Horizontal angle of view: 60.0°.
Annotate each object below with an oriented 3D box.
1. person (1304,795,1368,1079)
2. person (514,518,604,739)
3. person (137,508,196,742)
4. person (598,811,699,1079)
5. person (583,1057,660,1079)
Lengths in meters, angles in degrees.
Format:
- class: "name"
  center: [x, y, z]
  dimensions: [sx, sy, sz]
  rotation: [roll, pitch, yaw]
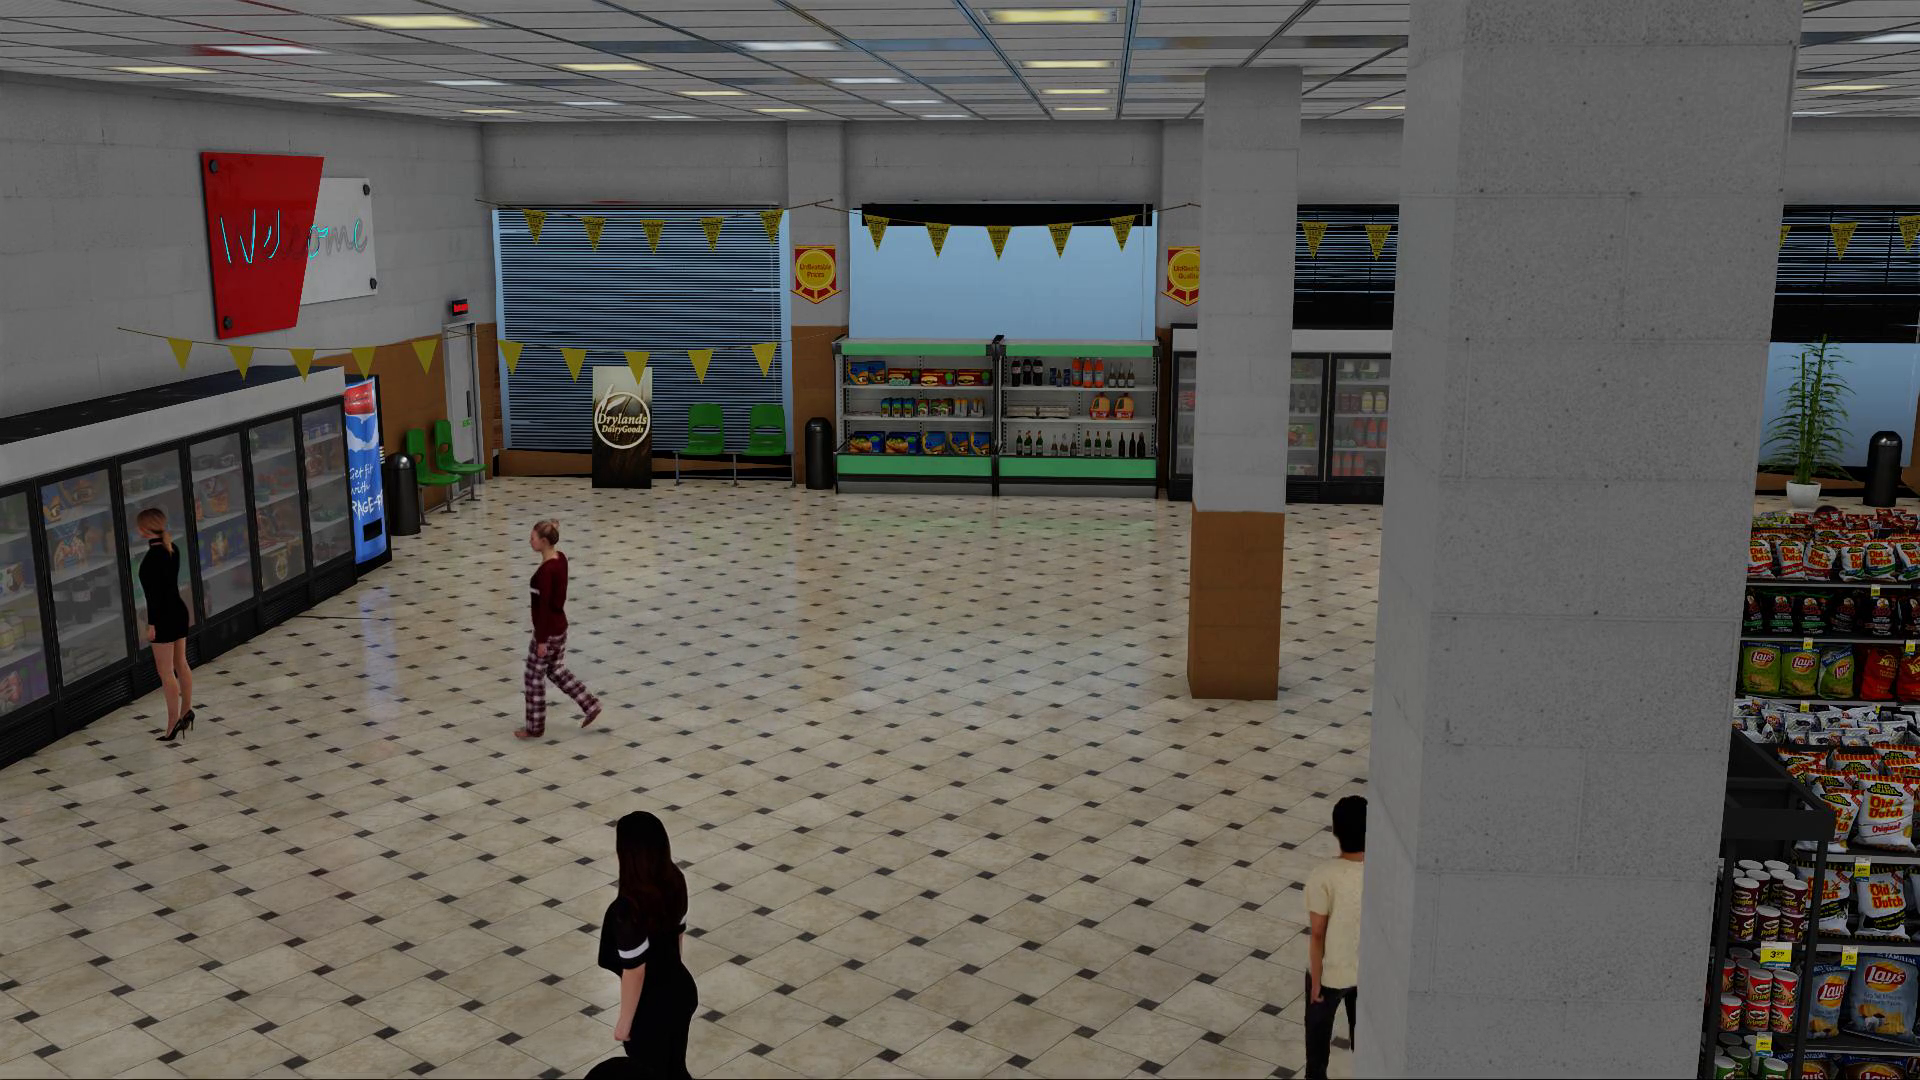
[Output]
- class: "person"
  center: [1.670, 1.889, 7.044]
  dimensions: [0.989, 1.552, 0.789]
  rotation: [-1, 12, -6]
- class: "person"
  center: [-3.033, 0.670, 12.517]
  dimensions: [0.866, 1.684, 0.632]
  rotation: [0, 12, 2]
- class: "person"
  center: [-5.990, 0.623, 12.533]
  dimensions: [0.535, 1.769, 0.585]
  rotation: [0, 12, -2]
- class: "person"
  center: [-1.256, 1.891, 6.827]
  dimensions: [0.670, 1.638, 0.672]
  rotation: [5, 13, 21]
- class: "person"
  center: [-0.921, 2.279, 4.726]
  dimensions: [0.555, 1.744, 0.612]
  rotation: [-1, 12, -7]
